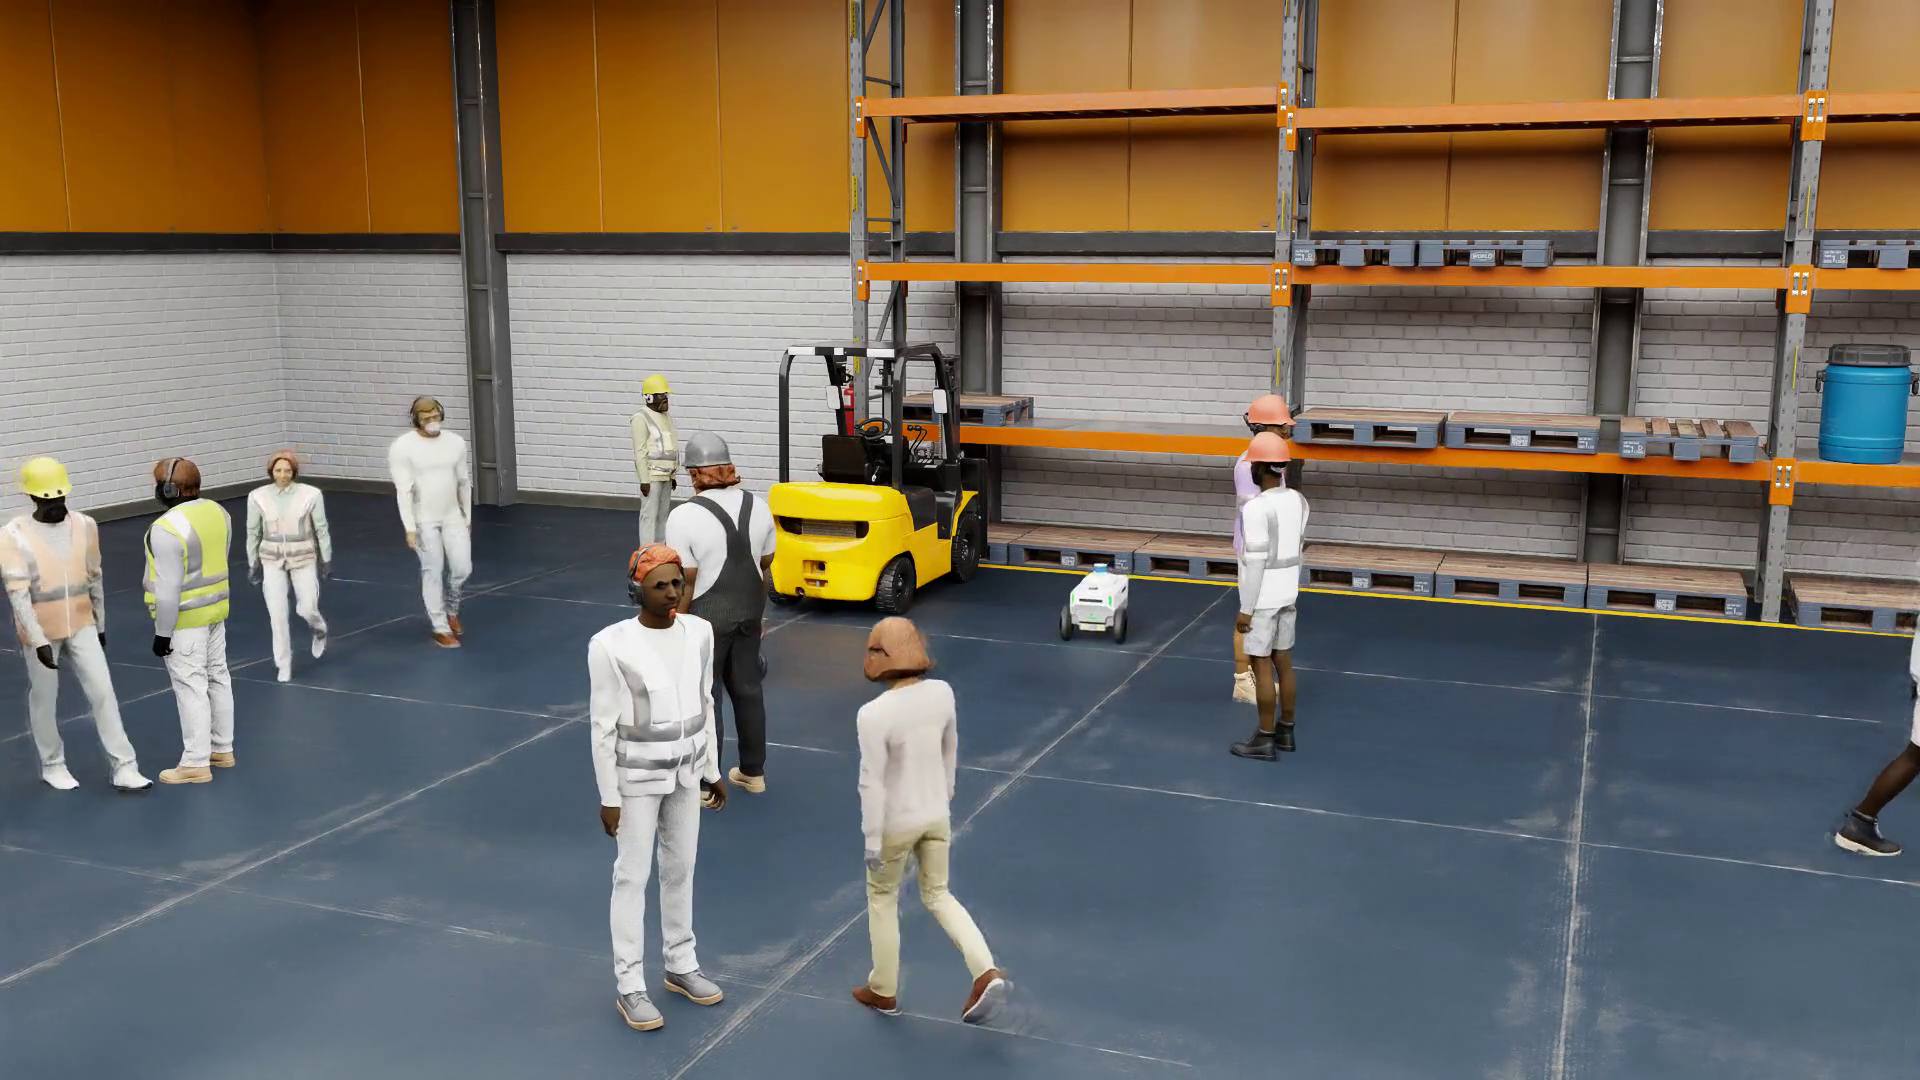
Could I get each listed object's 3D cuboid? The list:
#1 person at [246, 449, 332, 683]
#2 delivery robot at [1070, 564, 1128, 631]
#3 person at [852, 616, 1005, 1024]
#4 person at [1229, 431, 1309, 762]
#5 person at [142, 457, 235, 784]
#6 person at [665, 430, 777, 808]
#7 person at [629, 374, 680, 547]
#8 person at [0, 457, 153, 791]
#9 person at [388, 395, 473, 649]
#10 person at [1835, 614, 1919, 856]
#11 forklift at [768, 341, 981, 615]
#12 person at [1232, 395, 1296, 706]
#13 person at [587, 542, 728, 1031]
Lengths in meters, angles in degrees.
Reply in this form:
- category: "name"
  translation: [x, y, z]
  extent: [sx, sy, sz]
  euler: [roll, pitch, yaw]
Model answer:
- category: "person"
  translation: [-4.674, 0.154, 11.632]
  extent: [0.543, 1.620, 0.507]
  euler: [-2, 10, -12]
- category: "delivery robot"
  translation: [1.078, 0.425, 12.829]
  extent: [0.477, 0.478, 0.707]
  euler: [3, 11, 15]
- category: "person"
  translation: [-0.132, 1.100, 6.411]
  extent: [0.520, 1.605, 0.656]
  euler: [-9, 14, -42]
- category: "person"
  translation: [1.795, 0.328, 9.785]
  extent: [0.373, 1.935, 0.551]
  euler: [9, 14, 43]
- category: "person"
  translation: [-4.355, 0.447, 9.386]
  extent: [0.429, 1.844, 0.627]
  euler: [1, 10, 5]
- category: "person"
  translation: [-1.353, 0.411, 9.029]
  extent: [0.536, 2.000, 0.688]
  euler: [9, 14, 42]
- category: "person"
  translation: [-2.768, -0.603, 15.252]
  extent: [0.403, 1.835, 0.588]
  euler: [3, 11, 16]
- category: "person"
  translation: [-4.823, 0.491, 9.005]
  extent: [0.923, 1.882, 0.590]
  euler: [7, 12, 34]
- category: "person"
  translation: [-3.902, -0.131, 12.399]
  extent: [0.640, 1.915, 0.427]
  euler: [-10, 14, -44]
- category: "person"
  translation: [4.836, 0.651, 8.074]
  extent: [0.988, 1.900, 0.637]
  euler: [4, 11, 23]
- category: "forklift"
  translation: [-0.739, -0.602, 14.246]
  extent: [1.214, 2.155, 2.313]
  euler: [4, 11, 21]
- category: "person"
  translation: [2.000, 0.062, 10.966]
  extent: [0.375, 2.044, 0.604]
  euler: [4, 11, 24]
- category: "person"
  translation: [-1.169, 0.944, 6.504]
  extent: [0.355, 1.883, 0.574]
  euler: [10, 14, 43]
